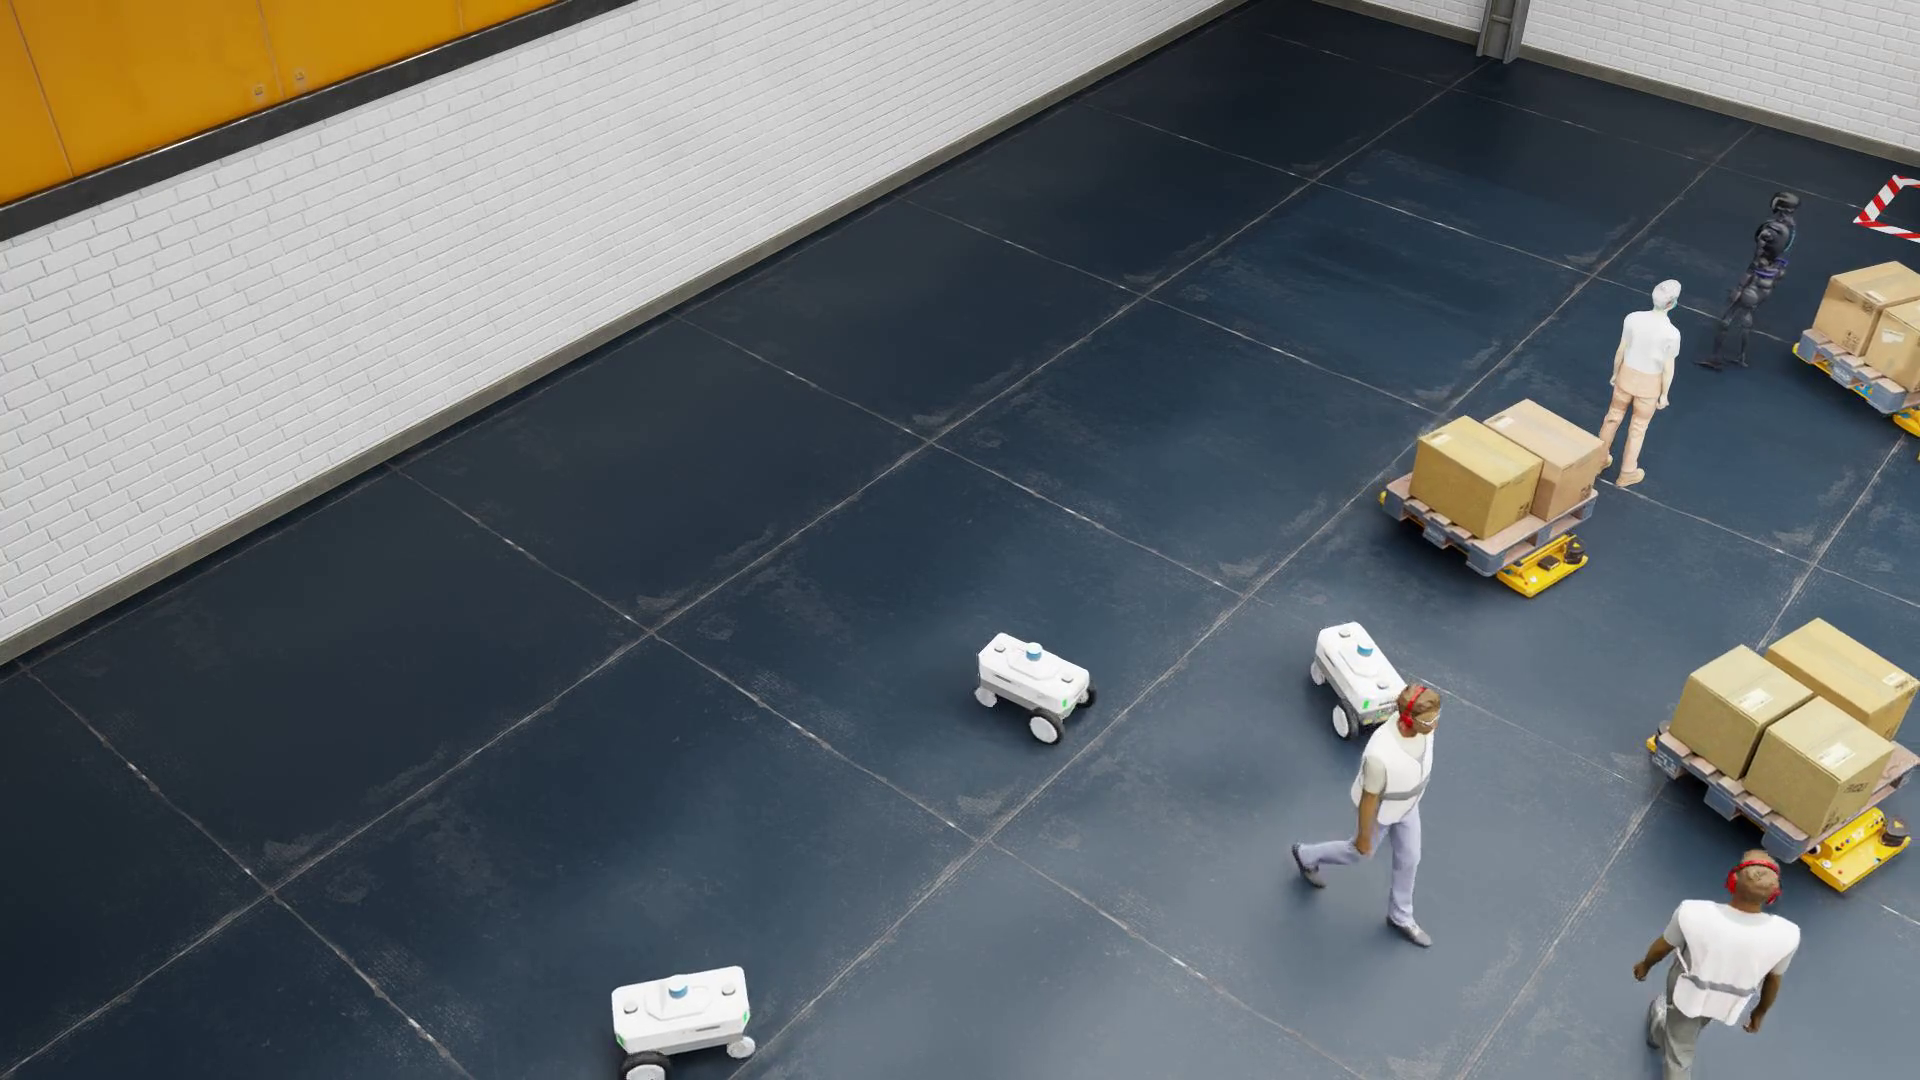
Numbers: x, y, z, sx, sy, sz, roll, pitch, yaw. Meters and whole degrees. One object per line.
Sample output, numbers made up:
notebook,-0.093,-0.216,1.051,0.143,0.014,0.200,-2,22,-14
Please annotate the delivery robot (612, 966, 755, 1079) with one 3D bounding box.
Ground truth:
delivery robot,-1.511,2.559,8.894,0.792,0.611,0.499,-8,40,-10

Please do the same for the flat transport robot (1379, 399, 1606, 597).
flat transport robot,3.907,-0.120,12.435,0.659,0.231,1.431,-25,45,-28

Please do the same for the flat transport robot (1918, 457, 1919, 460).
flat transport robot,8.375,-0.732,13.195,1.431,0.231,0.659,-20,43,-23

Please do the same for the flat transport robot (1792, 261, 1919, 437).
flat transport robot,7.792,-1.357,13.971,0.659,0.231,1.431,-14,41,-17

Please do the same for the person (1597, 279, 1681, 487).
person,5.153,-1.192,12.587,0.321,1.747,0.468,-29,47,-31

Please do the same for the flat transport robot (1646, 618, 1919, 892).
flat transport robot,5.088,1.539,10.377,0.659,0.231,1.431,-22,44,-25

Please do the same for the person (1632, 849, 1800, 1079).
person,3.717,2.214,8.327,0.590,1.787,0.937,6,39,8

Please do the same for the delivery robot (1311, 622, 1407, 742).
delivery robot,2.639,0.928,10.922,0.499,0.614,0.791,-11,40,-13

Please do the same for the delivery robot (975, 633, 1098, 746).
delivery robot,0.488,0.928,10.901,0.785,0.589,0.499,23,44,26

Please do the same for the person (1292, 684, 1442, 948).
person,2.347,1.455,9.253,0.570,1.812,0.867,-31,48,-32

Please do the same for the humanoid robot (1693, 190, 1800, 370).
humanoid robot,6.624,-2.174,13.857,0.588,1.646,0.397,-31,48,-33
